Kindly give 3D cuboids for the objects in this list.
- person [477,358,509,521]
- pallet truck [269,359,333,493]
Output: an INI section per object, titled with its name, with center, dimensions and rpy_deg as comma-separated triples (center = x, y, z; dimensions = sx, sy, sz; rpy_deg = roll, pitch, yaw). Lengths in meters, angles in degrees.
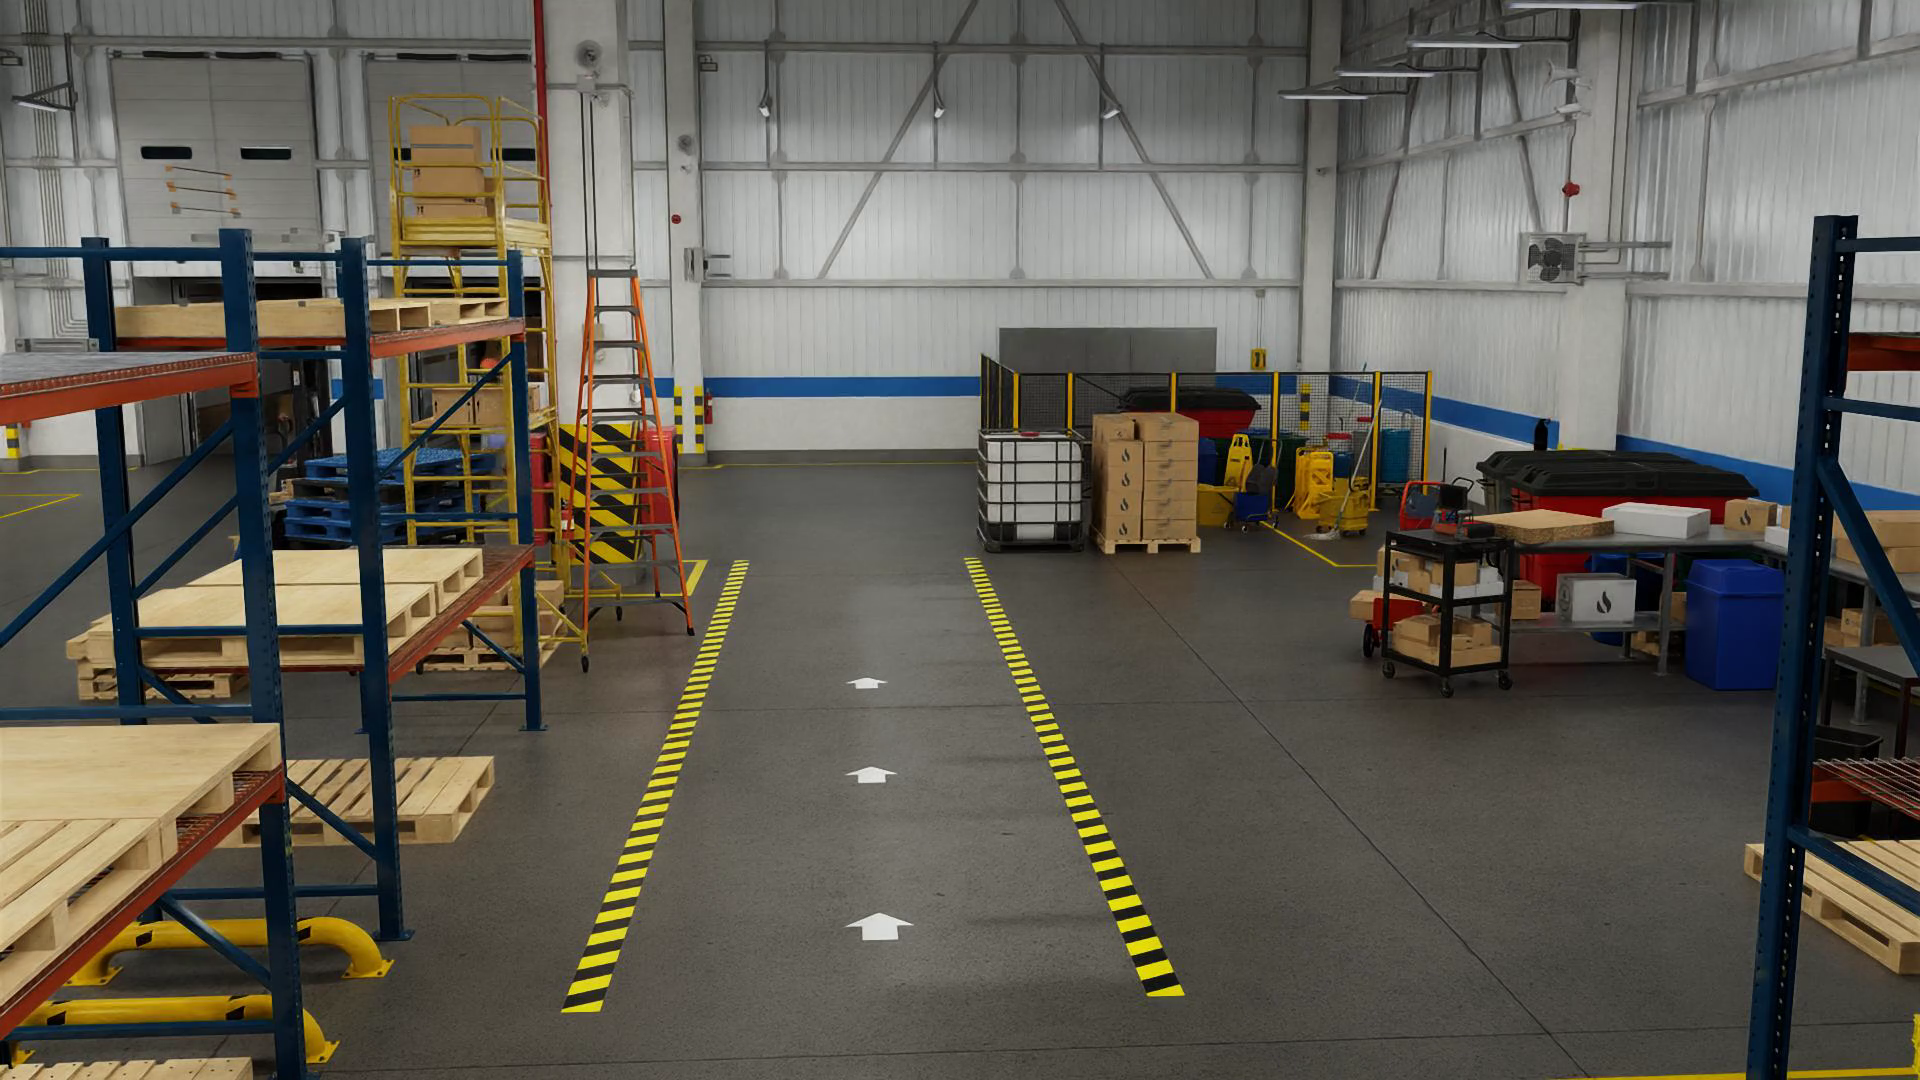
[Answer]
[person]
center = -5.495, -1.168, 19.520
dimensions = 0.850, 1.904, 0.560
rpy_deg = 8, 12, 39
[pallet truck]
center = -7.062, -1.131, 18.996
dimensions = 1.885, 1.965, 0.823
rpy_deg = 2, 9, 13
